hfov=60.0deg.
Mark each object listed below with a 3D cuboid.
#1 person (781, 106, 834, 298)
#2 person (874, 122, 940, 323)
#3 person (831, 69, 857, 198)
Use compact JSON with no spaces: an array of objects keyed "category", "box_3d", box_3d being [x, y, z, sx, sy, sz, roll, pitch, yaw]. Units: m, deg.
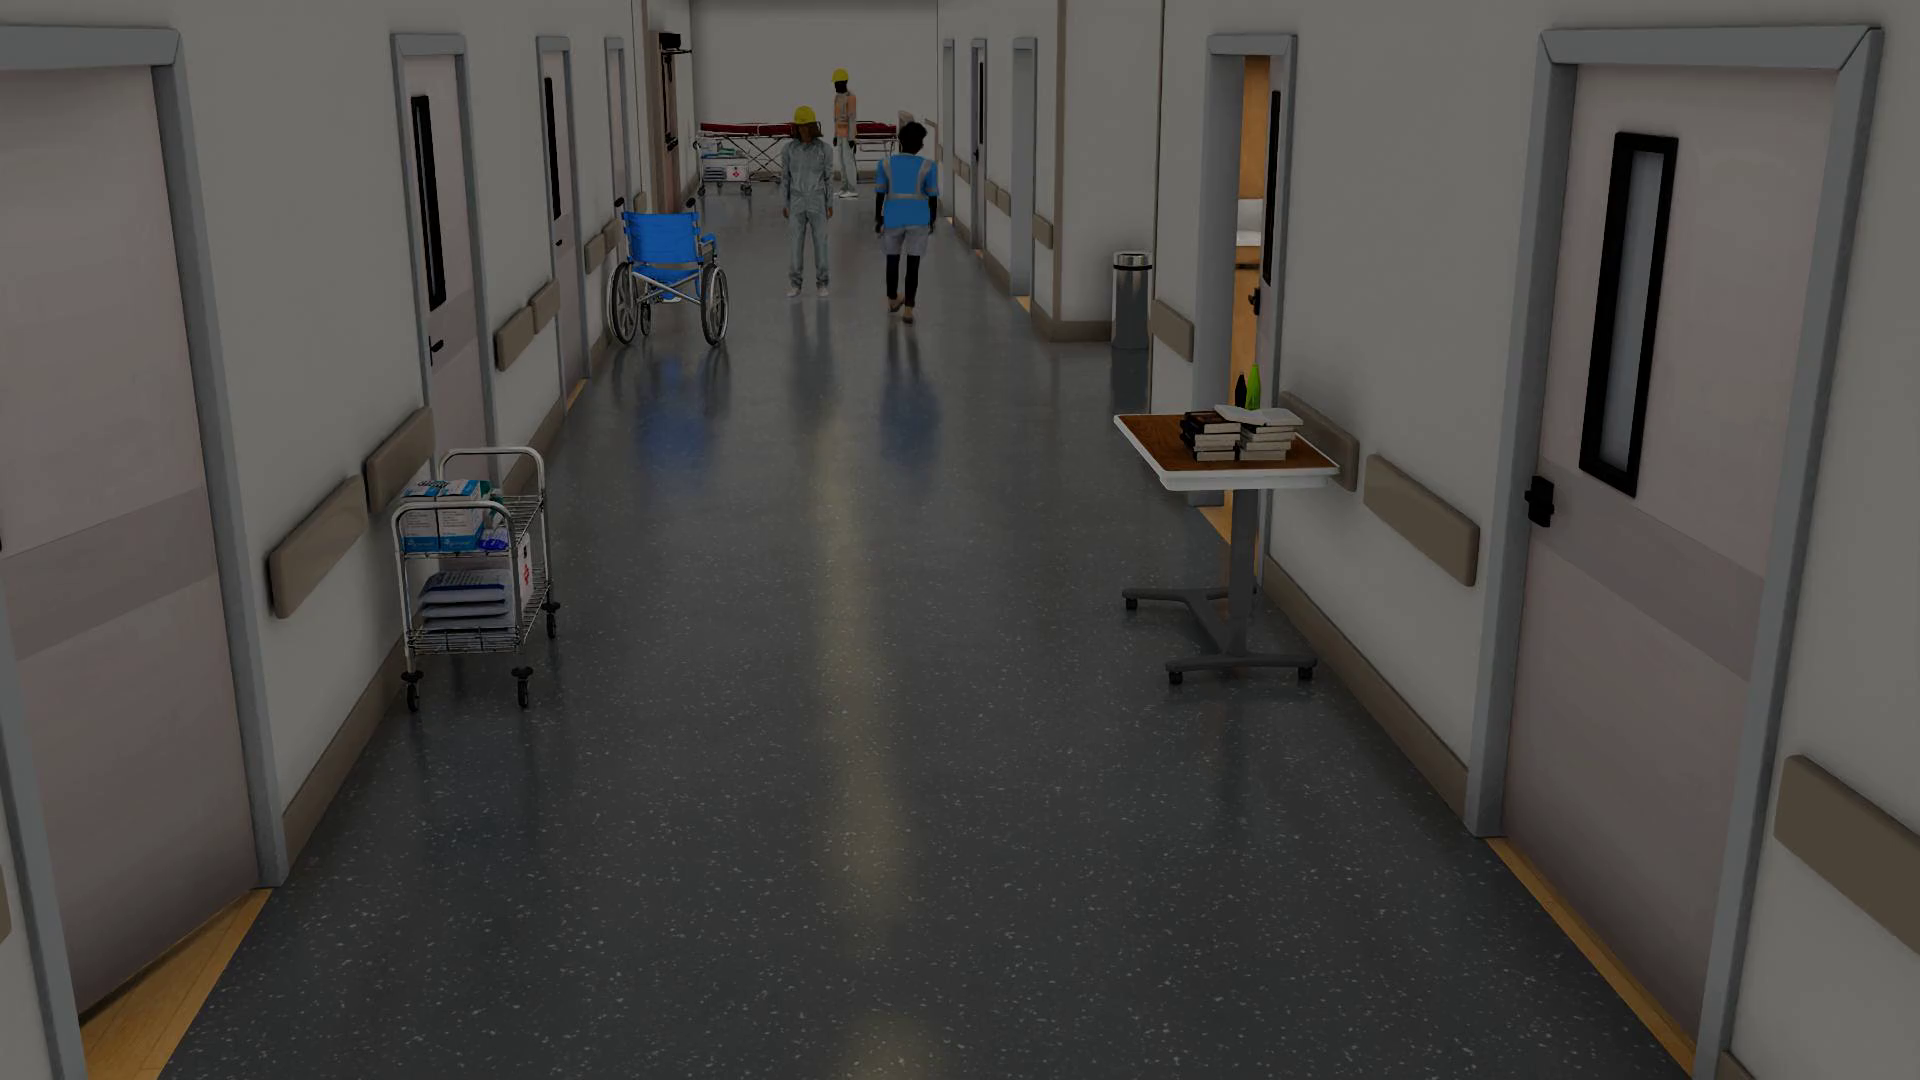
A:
[{"category":"person","box_3d":[-1.405,-3.103,15.329,0.492,1.742,0.319,1,17,2]},{"category":"person","box_3d":[-0.442,-2.709,14.171,0.548,1.644,0.775,3,17,10]},{"category":"person","box_3d":[-1.777,-6.199,25.382,0.398,1.918,0.591,-8,18,-25]}]
